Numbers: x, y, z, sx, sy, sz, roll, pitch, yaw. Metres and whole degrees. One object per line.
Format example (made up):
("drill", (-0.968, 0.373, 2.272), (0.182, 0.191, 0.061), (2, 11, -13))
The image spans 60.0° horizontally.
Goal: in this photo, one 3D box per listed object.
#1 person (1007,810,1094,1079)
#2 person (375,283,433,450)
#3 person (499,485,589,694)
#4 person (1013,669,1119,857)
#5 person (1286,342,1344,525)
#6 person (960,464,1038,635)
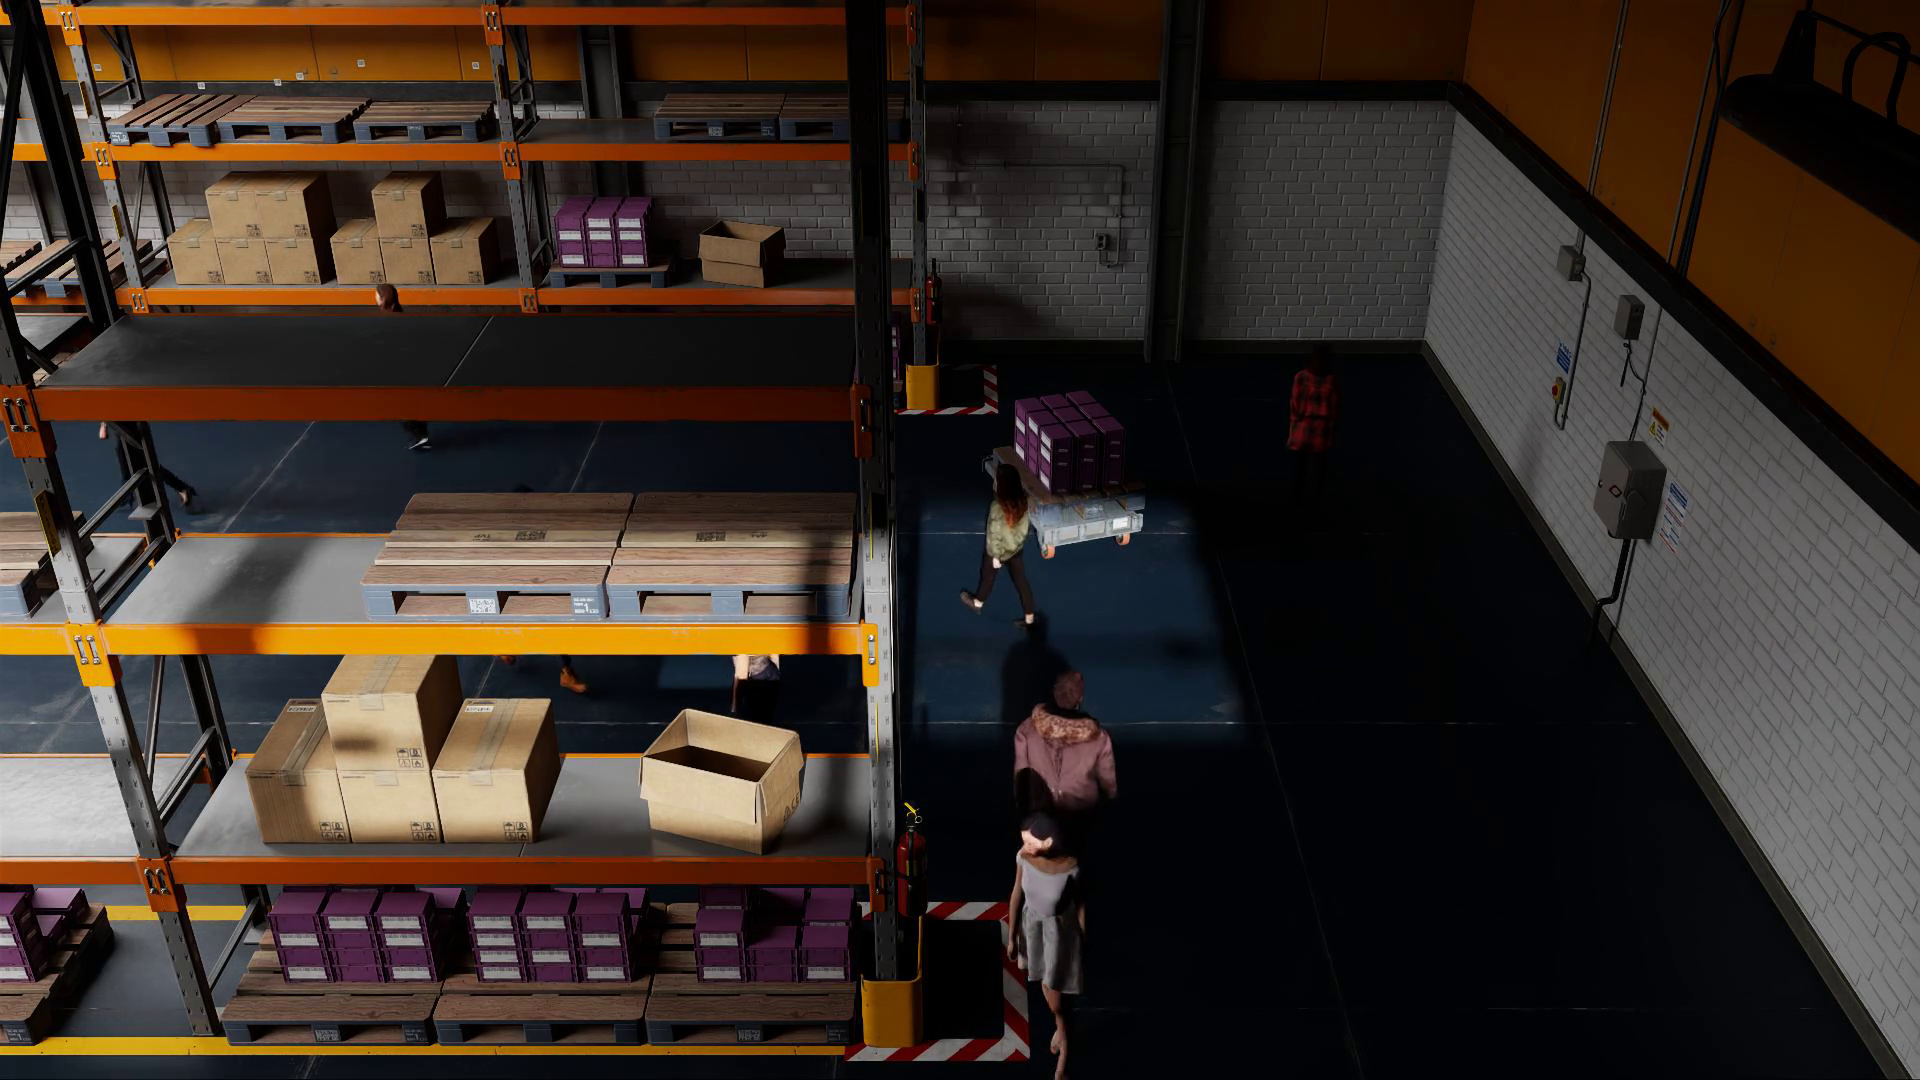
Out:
("person", (0.516, 2.160, 9.229), (0.803, 1.746, 0.858), (12, 31, 21))
("person", (-5.373, -1.676, 16.274), (0.673, 1.732, 0.608), (3, 29, 6))
("person", (-3.287, 0.353, 12.610), (1.227, 1.679, 1.018), (17, 33, 28))
("person", (0.600, 1.667, 10.083), (1.190, 1.794, 1.054), (8, 30, 15))
("person", (3.150, -0.932, 14.982), (1.036, 1.664, 0.867), (8, 30, 14))
("person", (0.425, 0.100, 13.328), (1.074, 1.435, 0.995), (24, 37, 37))
